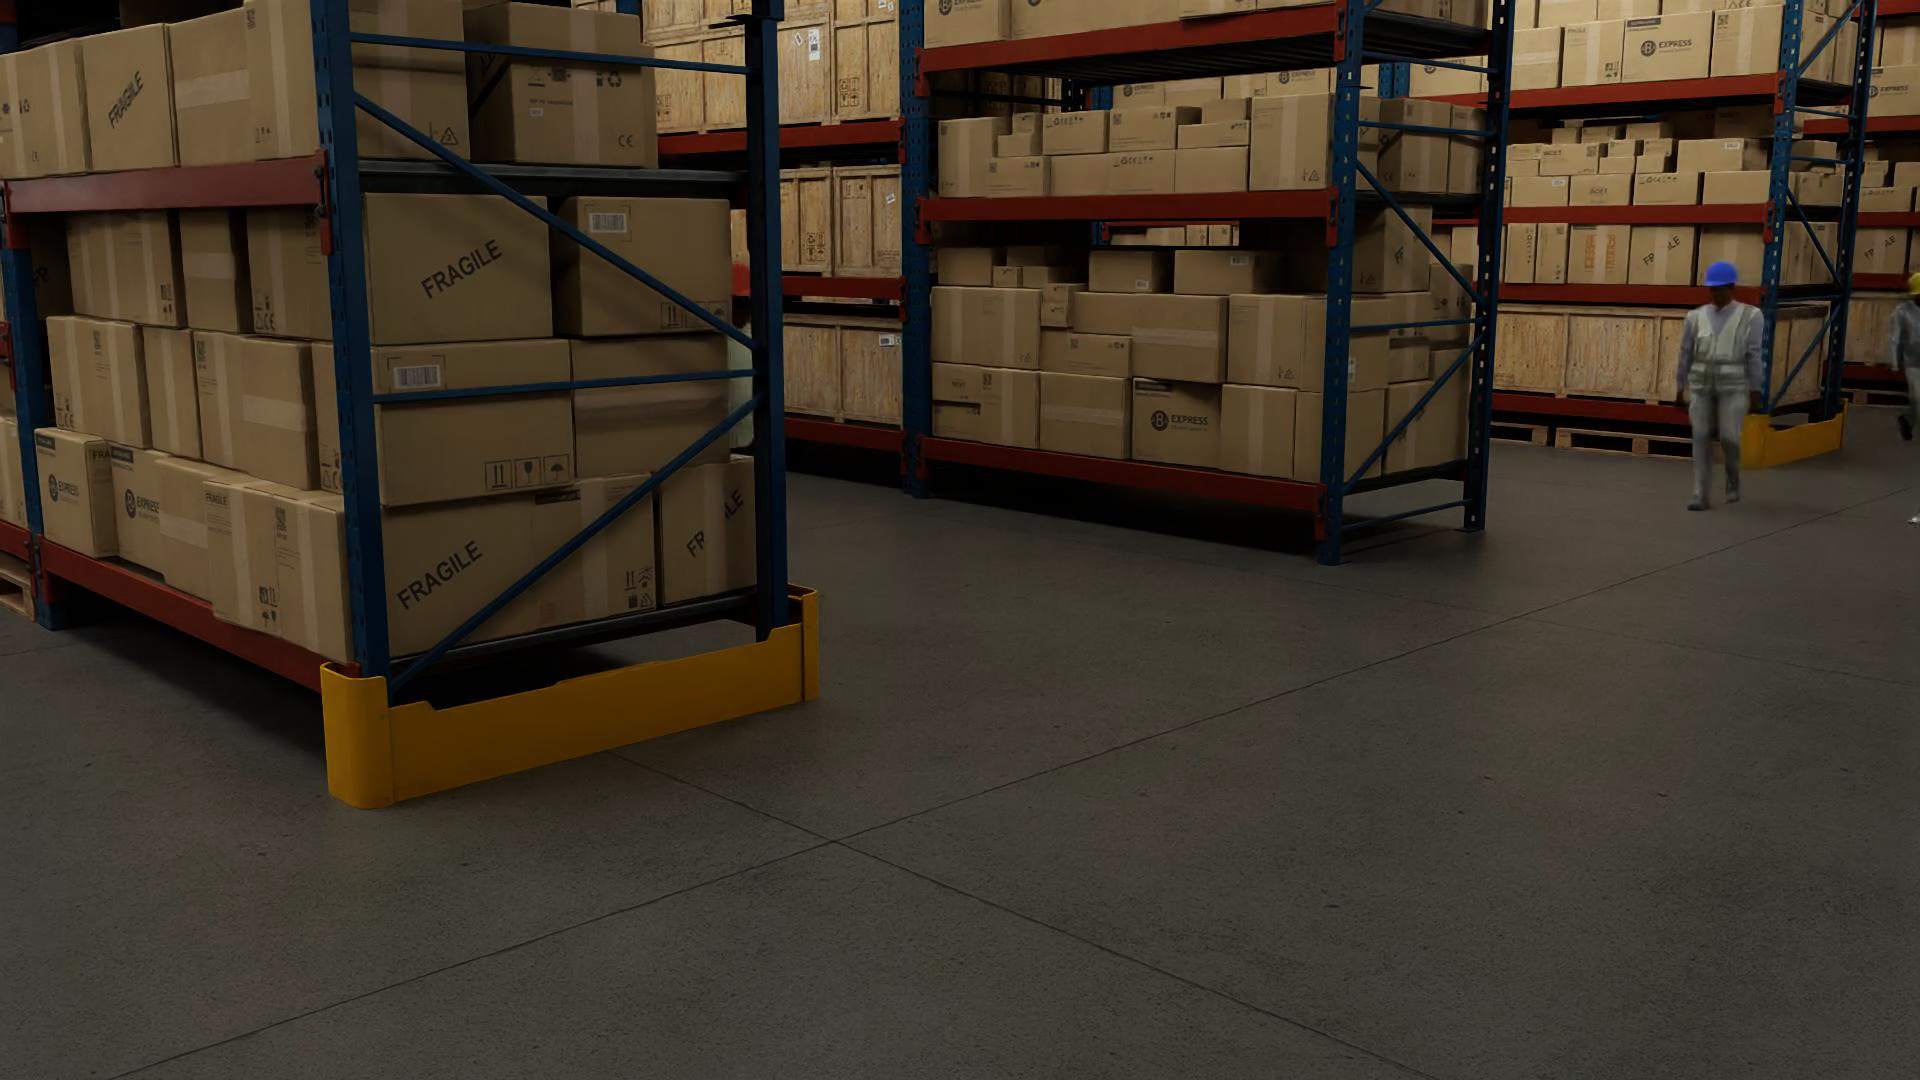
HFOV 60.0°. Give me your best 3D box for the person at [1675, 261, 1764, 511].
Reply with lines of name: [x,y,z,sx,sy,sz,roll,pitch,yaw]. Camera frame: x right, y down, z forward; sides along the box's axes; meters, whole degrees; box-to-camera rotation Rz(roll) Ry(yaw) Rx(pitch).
person: [5.862,-1.184,12.883,0.644,1.935,0.439,9,14,41]

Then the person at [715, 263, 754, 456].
person: [-1.270,-0.566,9.420,0.639,1.976,0.563,-7,12,-32]

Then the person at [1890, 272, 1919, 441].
person: [9.637,-1.802,16.708,0.624,1.776,0.804,2,11,8]

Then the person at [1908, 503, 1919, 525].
person: [7.476,-0.911,12.309,0.837,1.604,0.523,-4,11,-22]
